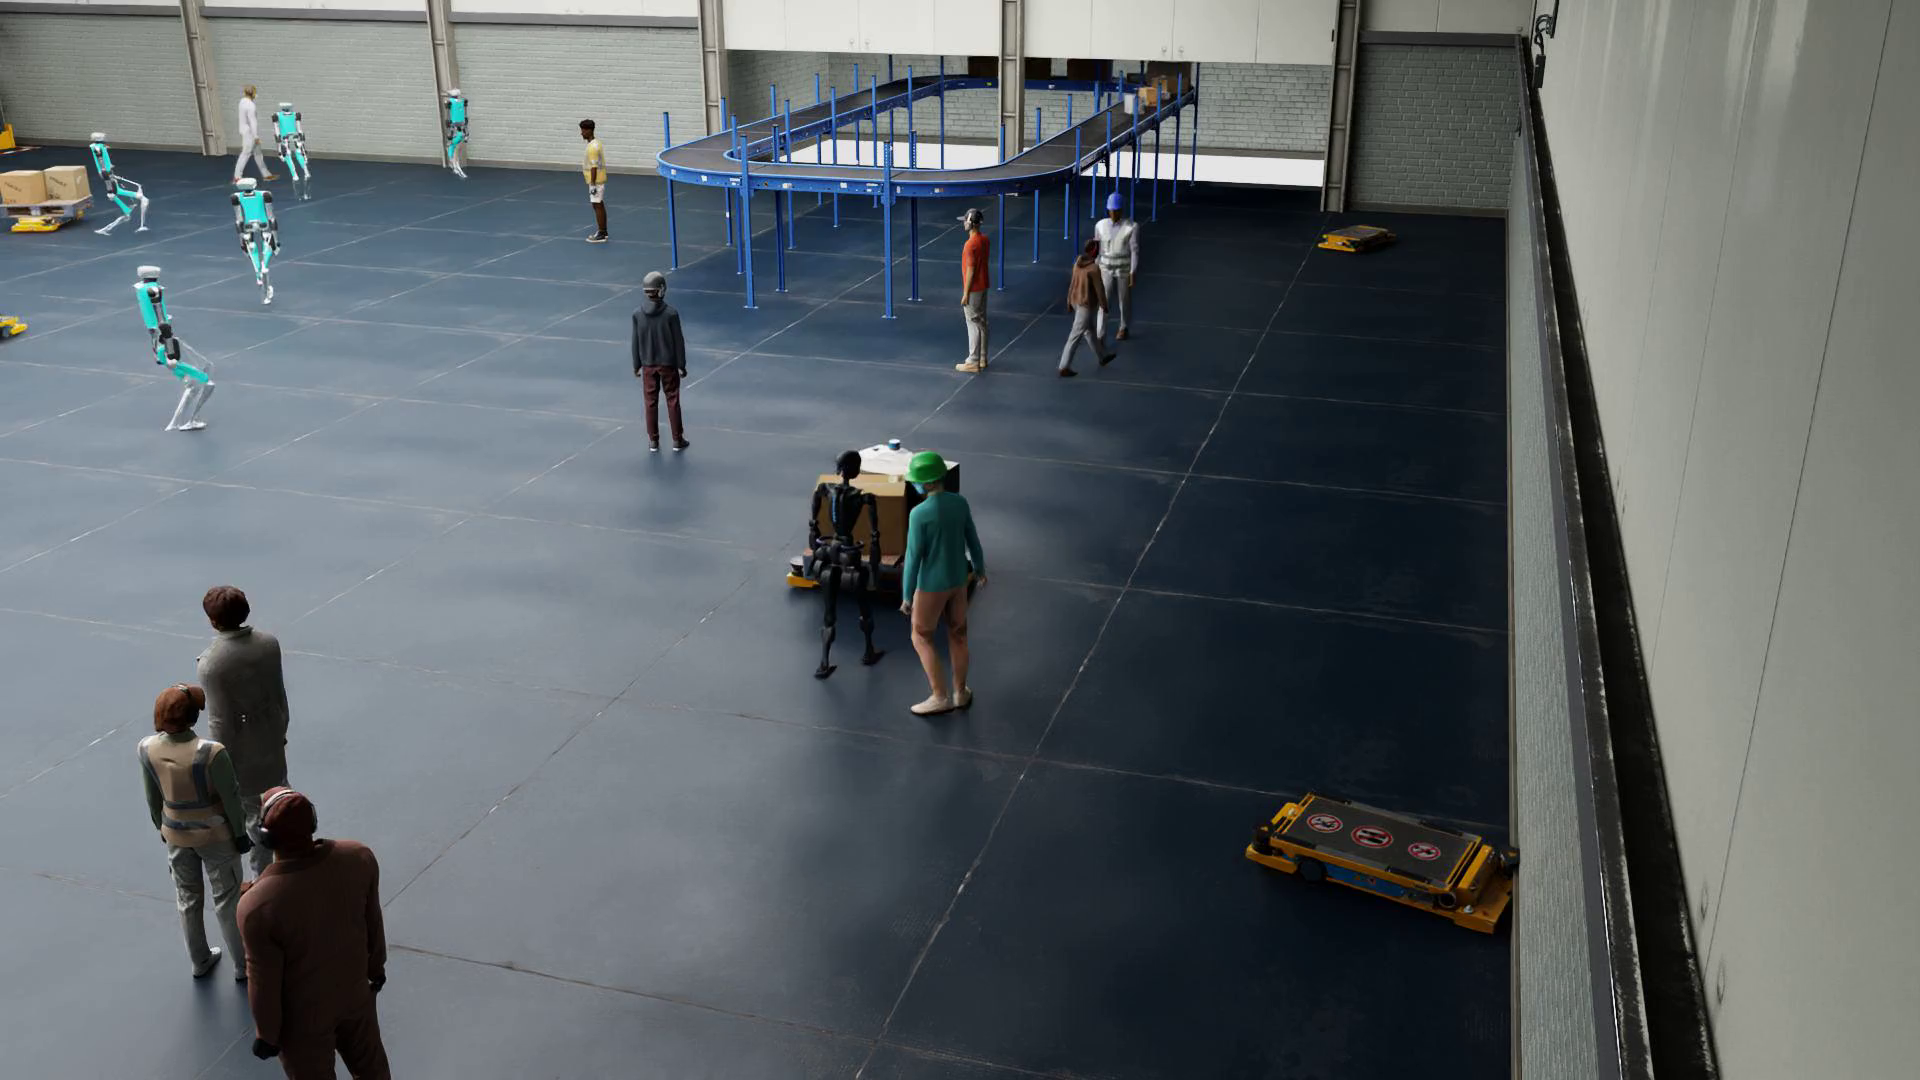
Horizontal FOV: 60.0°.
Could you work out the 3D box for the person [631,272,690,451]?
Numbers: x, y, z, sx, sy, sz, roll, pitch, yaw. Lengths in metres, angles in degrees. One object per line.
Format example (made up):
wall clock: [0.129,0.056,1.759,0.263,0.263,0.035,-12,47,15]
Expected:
person: [-3.011,-1.778,16.646,0.541,1.810,0.370,1,21,3]

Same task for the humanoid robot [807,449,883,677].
humanoid robot: [-0.837,0.148,11.875,0.613,1.633,0.591,10,23,24]

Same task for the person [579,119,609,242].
person: [-5.915,-5.820,26.930,0.376,1.958,0.601,-2,21,-5]

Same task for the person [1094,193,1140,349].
person: [1.928,-3.337,20.581,0.601,1.898,1.006,7,22,17]

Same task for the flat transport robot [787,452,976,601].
flat transport robot: [-0.621,0.239,13.558,1.431,0.231,0.659,6,22,14]

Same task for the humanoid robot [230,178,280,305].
humanoid robot: [-9.501,-3.965,22.449,0.561,1.745,1.039,-3,21,-8]

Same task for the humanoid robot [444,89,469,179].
humanoid robot: [-10.074,-8.053,33.035,0.903,1.772,0.542,14,25,32]

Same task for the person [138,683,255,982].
person: [-3.835,1.489,8.408,0.514,1.639,0.308,4,21,10]

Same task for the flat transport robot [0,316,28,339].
flat transport robot: [-12.469,-2.566,20.834,0.659,0.231,1.431,3,21,9]

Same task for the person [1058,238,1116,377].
person: [1.504,-2.717,19.361,0.900,1.601,0.458,-11,23,-25]

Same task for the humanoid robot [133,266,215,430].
humanoid robot: [-8.102,-1.993,17.298,0.678,1.780,0.545,-18,27,-39]

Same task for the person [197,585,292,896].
person: [-3.907,1.107,9.137,0.360,1.830,0.514,9,23,23]

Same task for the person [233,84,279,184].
person: [-13.905,-7.918,32.480,0.935,1.893,0.656,-16,26,-35]

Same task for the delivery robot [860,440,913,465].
delivery robot: [-0.596,-0.631,15.412,0.793,0.590,0.499,20,29,41]

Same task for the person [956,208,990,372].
person: [0.144,-2.928,19.492,0.396,1.912,0.476,9,23,23]

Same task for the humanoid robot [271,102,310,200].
humanoid robot: [-12.230,-7.115,30.623,0.538,1.807,0.718,-17,27,-37]

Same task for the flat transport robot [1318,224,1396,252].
flat transport robot: [6.397,-4.845,26.744,0.659,0.231,1.431,17,27,37]

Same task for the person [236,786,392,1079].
person: [-2.702,1.899,6.983,0.405,1.904,0.651,13,25,30]

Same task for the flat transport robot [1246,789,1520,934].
flat transport robot: [2.426,1.808,9.488,1.431,0.231,0.659,13,24,30]

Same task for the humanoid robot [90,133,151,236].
humanoid robot: [-13.674,-5.771,27.127,1.053,1.728,0.560,-9,23,-21]

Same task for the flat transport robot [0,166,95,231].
flat transport robot: [-15.588,-5.498,28.438,0.659,0.231,1.431,-3,21,-7]

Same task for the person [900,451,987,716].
person: [-0.078,0.282,11.253,0.728,1.856,0.410,-14,25,-32]
